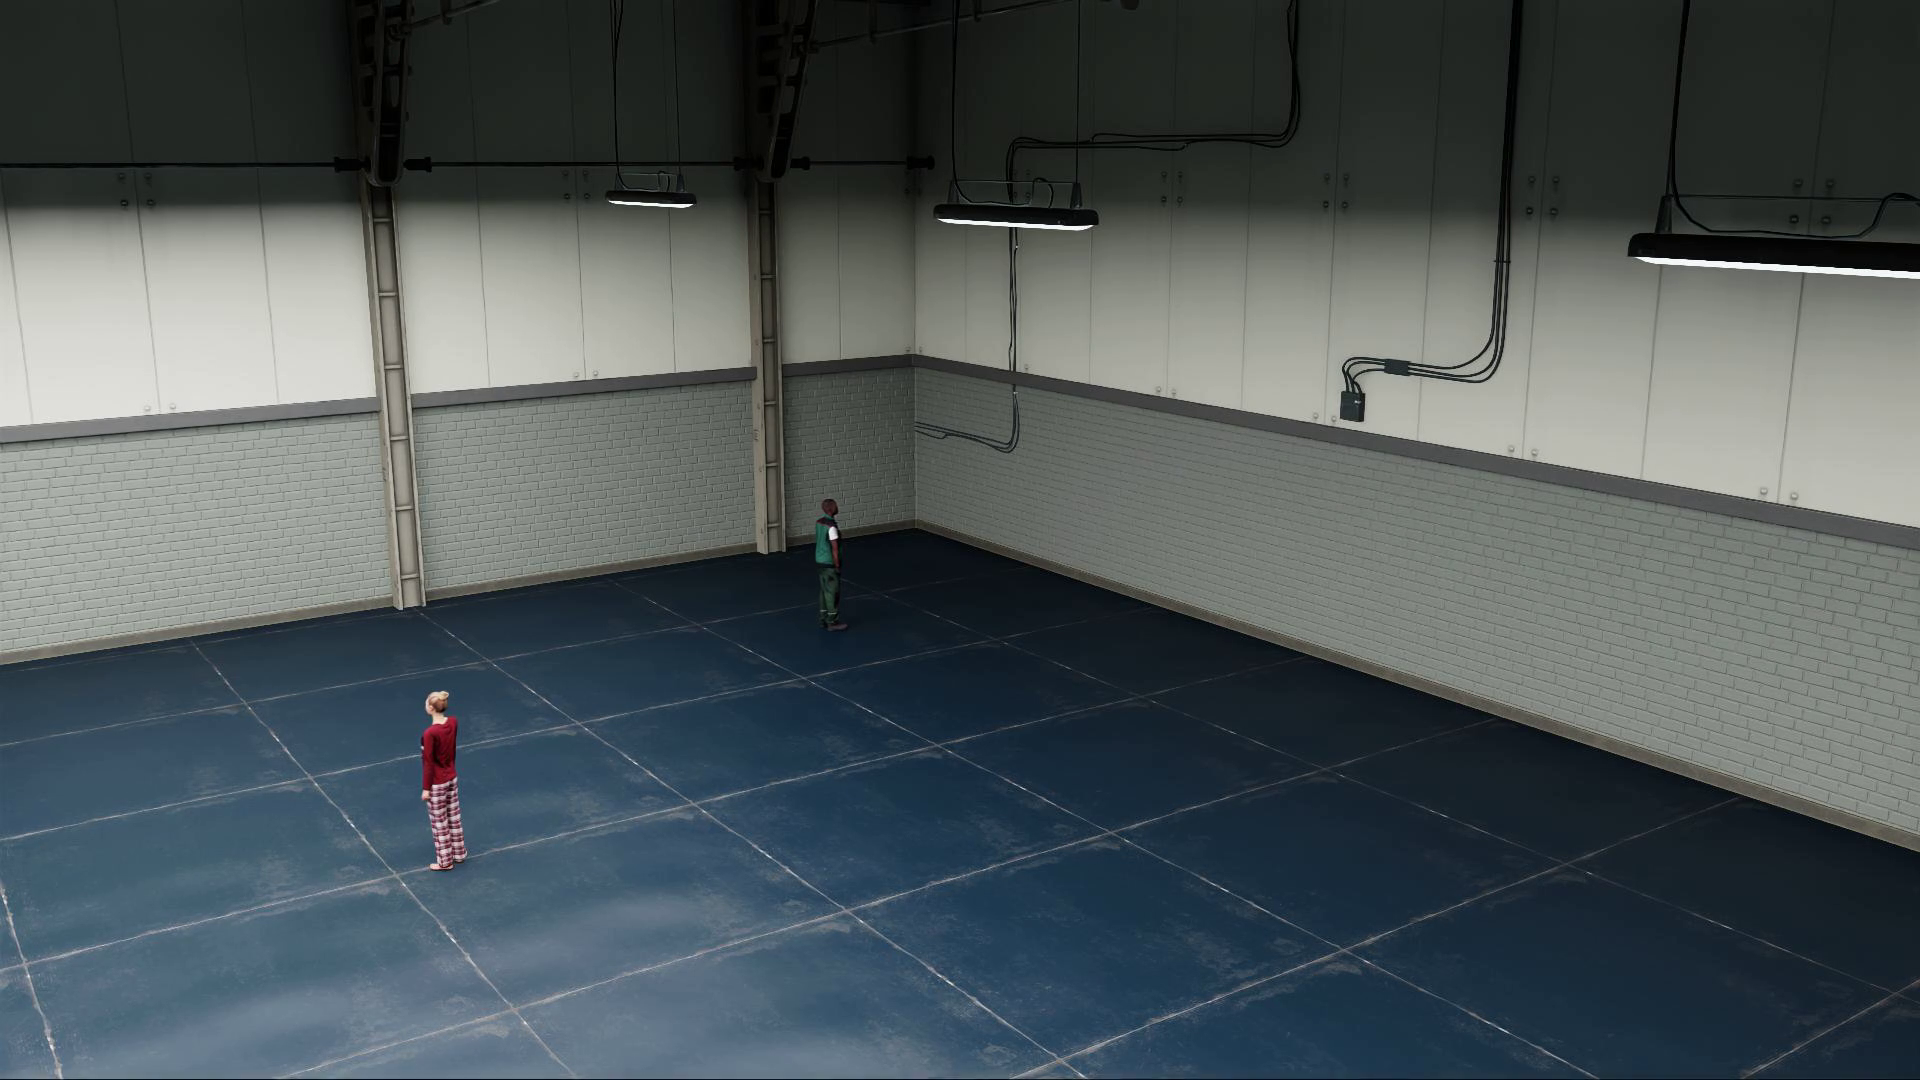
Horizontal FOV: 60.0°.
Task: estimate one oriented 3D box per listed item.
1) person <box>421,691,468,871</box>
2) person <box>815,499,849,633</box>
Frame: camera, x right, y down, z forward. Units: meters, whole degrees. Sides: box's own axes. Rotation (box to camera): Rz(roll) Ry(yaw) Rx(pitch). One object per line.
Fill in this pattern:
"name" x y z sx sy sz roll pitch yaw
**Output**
"person" -4.761 2.189 15.259 0.747 1.698 0.650 4 14 17
"person" -1.812 0.331 22.972 0.630 1.839 0.699 -7 15 -28
